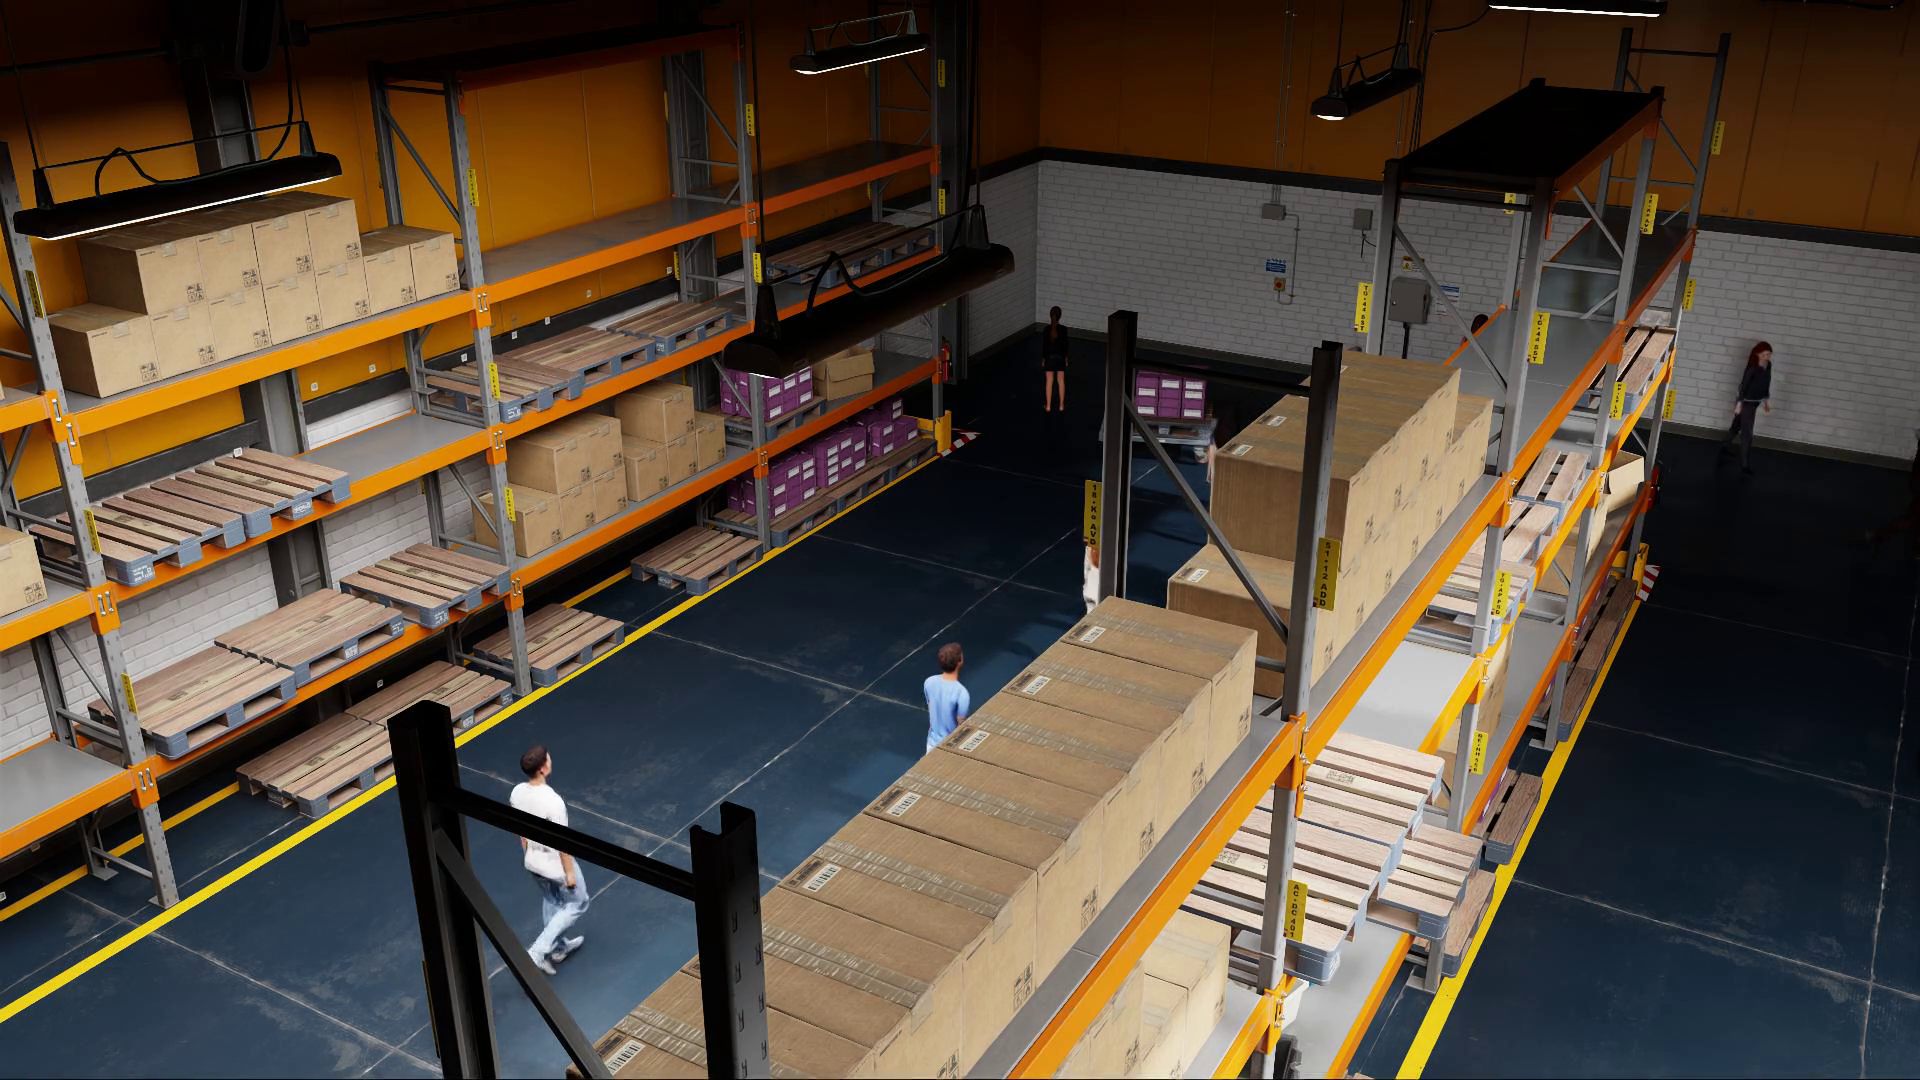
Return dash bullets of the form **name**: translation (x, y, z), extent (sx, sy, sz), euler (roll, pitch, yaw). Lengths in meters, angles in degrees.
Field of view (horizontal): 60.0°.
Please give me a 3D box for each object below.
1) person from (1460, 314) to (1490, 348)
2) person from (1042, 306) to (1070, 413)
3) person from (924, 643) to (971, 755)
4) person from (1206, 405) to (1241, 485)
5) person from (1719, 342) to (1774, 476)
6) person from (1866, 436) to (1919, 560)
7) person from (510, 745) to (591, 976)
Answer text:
- **person**: translation (7.078, -2.277, 22.957), extent (0.596, 1.721, 0.509), euler (14, 27, 29)
- **person**: translation (1.372, -2.618, 23.944), extent (0.637, 1.555, 0.677), euler (0, 24, 0)
- **person**: translation (-0.151, 1.745, 13.602), extent (0.721, 1.846, 0.756), euler (21, 31, 39)
- **person**: translation (3.079, -0.719, 19.446), extent (0.599, 1.680, 0.922), euler (14, 27, 28)
- **person**: translation (10.305, -1.775, 21.798), extent (1.051, 1.730, 1.017), euler (-19, 30, -36)
- **person**: translation (10.938, -0.619, 19.017), extent (0.924, 1.839, 1.144), euler (7, 24, 15)
- **person**: translation (-3.052, 2.378, 12.148), extent (0.724, 1.850, 0.862), euler (16, 28, 33)
